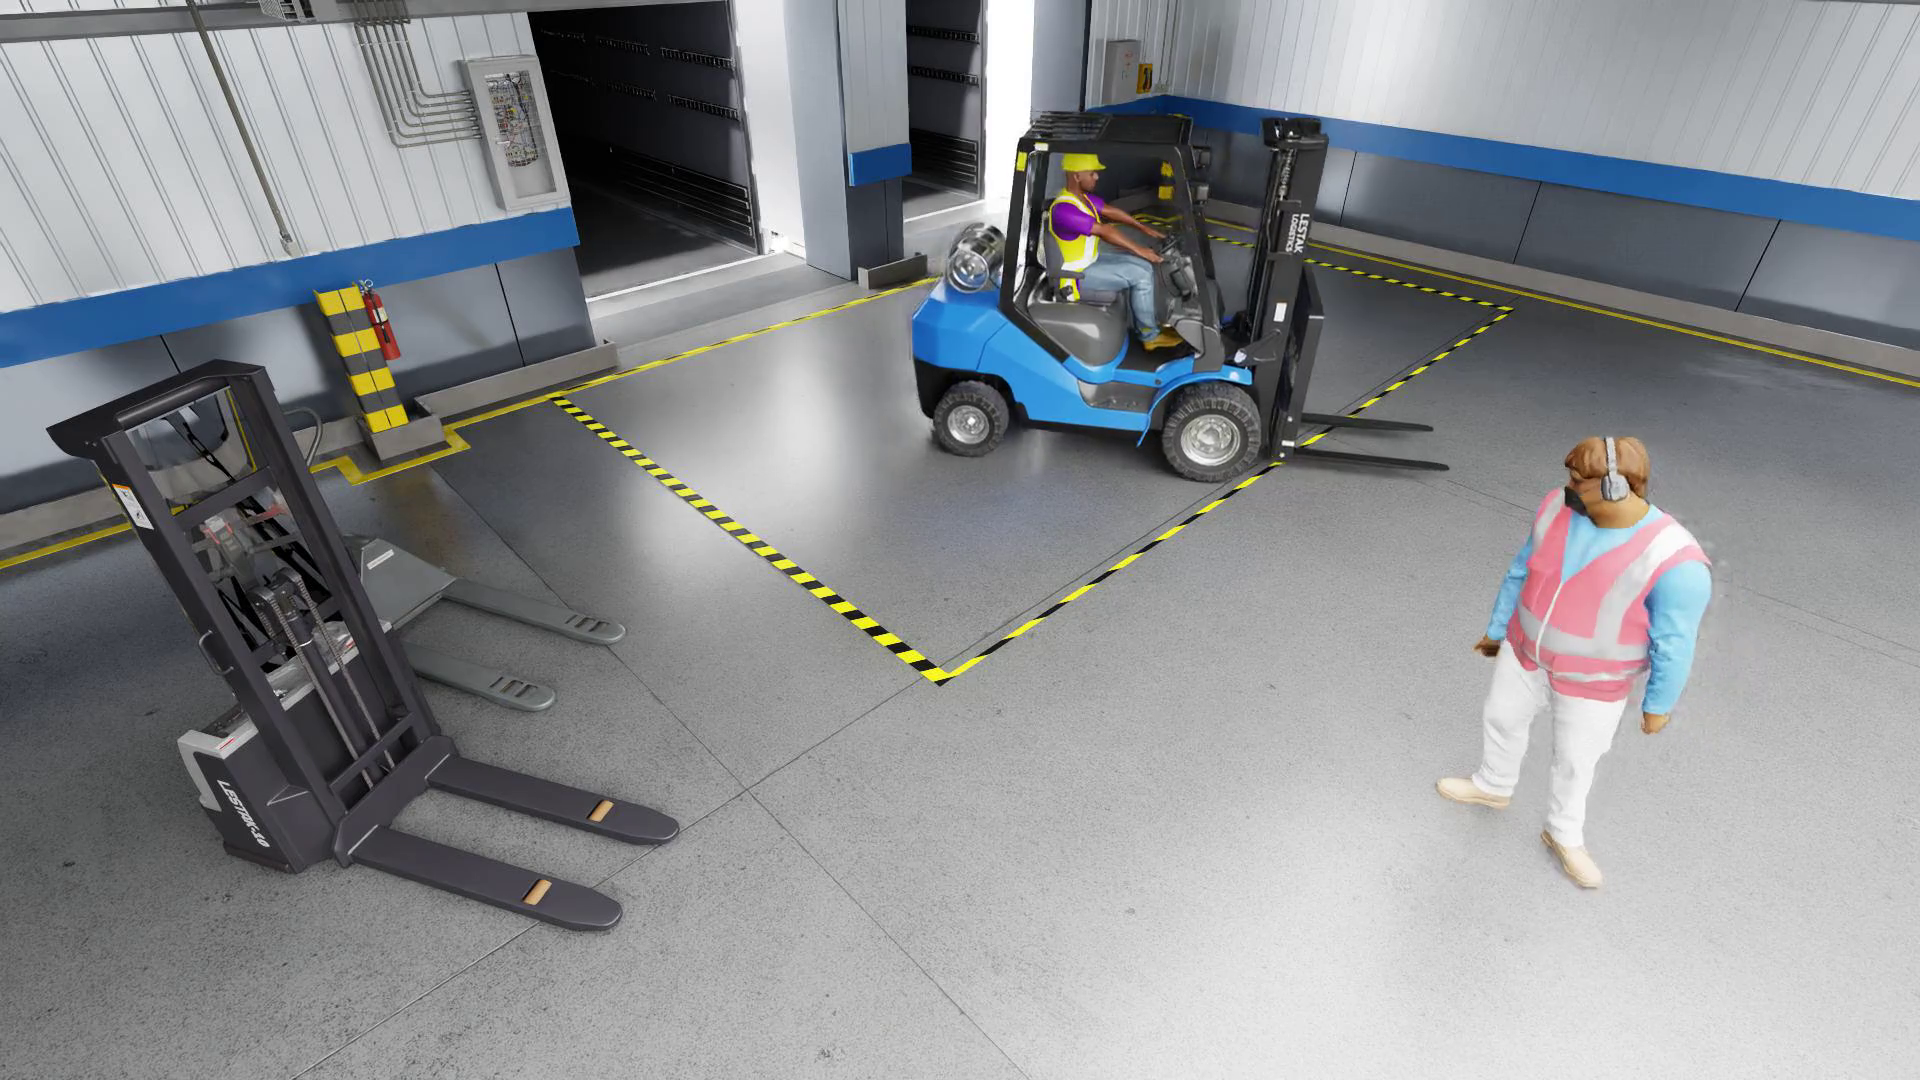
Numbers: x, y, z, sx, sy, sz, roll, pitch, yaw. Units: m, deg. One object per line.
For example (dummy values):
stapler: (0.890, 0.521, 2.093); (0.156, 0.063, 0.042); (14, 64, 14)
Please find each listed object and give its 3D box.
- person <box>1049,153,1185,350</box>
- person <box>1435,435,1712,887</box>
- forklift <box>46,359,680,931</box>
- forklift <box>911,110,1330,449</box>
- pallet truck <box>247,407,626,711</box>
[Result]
person: (1.100, -1.945, 6.185); (1.004, 1.293, 0.630); (8, 35, 11)
person: (2.309, 0.496, 3.430); (0.434, 1.804, 0.772); (-14, 37, -19)
forklift: (-2.135, 0.422, 3.354); (1.885, 1.965, 0.823); (10, 35, 14)
forklift: (1.044, -1.804, 6.310); (2.680, 2.036, 1.157); (8, 35, 11)
pallet truck: (-2.628, 0.038, 4.590); (1.601, 1.201, 0.680); (12, 36, 18)
